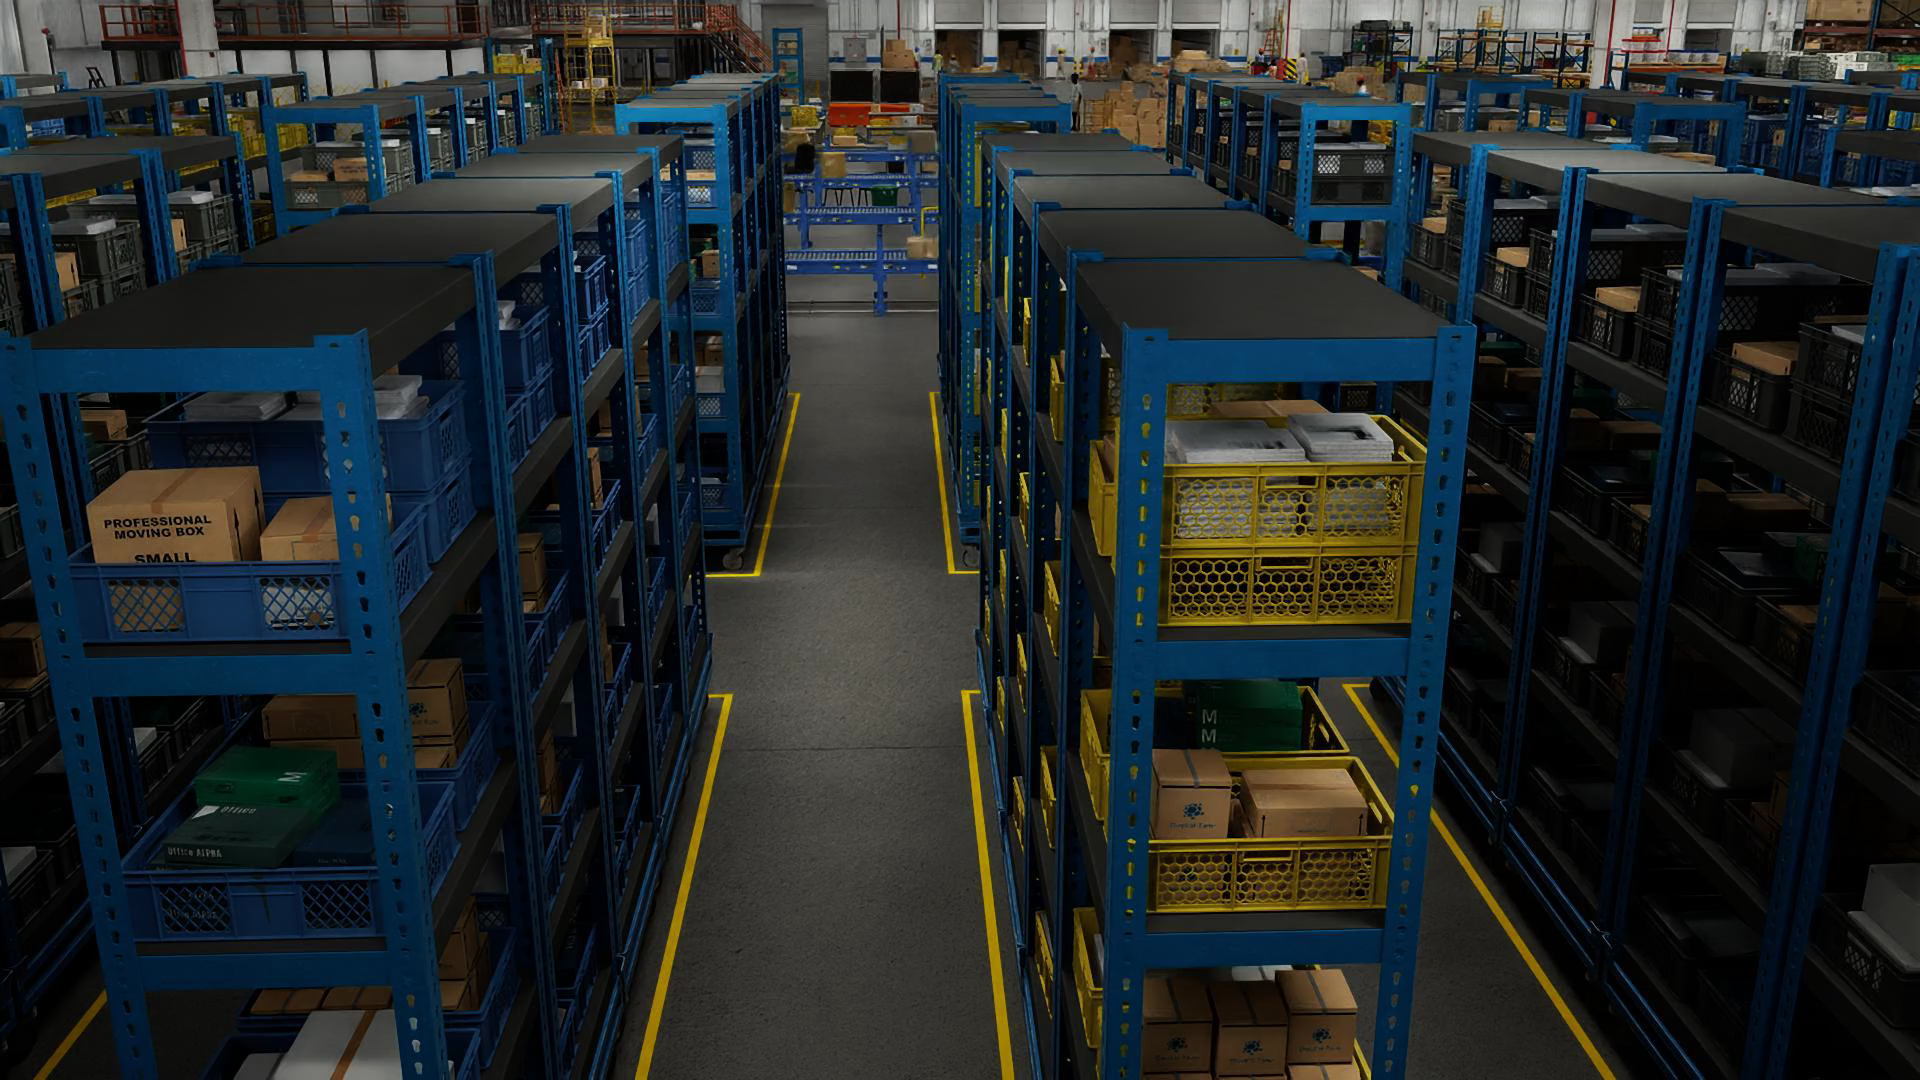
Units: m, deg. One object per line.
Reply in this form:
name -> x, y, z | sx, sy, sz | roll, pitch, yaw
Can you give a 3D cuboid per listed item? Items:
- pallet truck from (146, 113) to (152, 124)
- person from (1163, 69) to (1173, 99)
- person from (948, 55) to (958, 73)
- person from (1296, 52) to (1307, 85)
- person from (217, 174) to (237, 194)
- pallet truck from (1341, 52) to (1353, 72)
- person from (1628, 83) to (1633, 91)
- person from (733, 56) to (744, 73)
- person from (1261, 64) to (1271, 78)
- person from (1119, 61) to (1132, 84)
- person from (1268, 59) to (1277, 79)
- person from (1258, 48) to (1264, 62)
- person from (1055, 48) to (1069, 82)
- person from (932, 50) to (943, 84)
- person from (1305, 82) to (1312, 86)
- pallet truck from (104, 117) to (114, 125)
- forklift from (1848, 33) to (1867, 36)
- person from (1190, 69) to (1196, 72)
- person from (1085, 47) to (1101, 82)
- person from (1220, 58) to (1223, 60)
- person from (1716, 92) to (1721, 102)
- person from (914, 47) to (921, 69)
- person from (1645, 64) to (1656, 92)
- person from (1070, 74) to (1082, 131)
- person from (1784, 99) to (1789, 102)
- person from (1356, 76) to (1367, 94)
pallet truck -> -18.087, -8.309, 36.390 | 1.885, 1.965, 0.823 | -1, 18, -4
person -> 7.864, -16.924, 63.231 | 0.762, 1.896, 0.569 | 16, 24, 41
person -> -0.371, -24.395, 86.646 | 0.496, 1.701, 0.869 | -4, 18, -13
person -> 17.064, -23.381, 83.122 | 0.370, 1.940, 0.627 | -16, 24, -41
person -> -16.037, -8.248, 36.346 | 0.403, 1.906, 0.651 | 12, 22, 34
pallet truck -> 18.794, -23.123, 82.231 | 0.823, 1.965, 1.885 | -13, 22, -35
person -> 22.971, -15.180, 57.582 | 0.710, 2.000, 0.938 | 16, 24, 40
person -> -10.606, -22.291, 79.833 | 0.572, 1.887, 0.356 | -1, 18, -2
person -> 12.492, -18.555, 68.233 | 0.391, 1.914, 0.587 | -9, 20, -26
person -> 7.477, -20.676, 74.991 | 0.983, 1.789, 0.534 | -8, 20, -24
person -> 15.113, -22.397, 80.483 | 0.534, 1.692, 0.321 | -15, 23, -39
person -> 16.336, -25.727, 90.377 | 0.347, 1.943, 0.544 | 0, 18, -1
person -> 5.682, -26.603, 93.160 | 0.817, 1.901, 0.593 | 13, 22, 35
person -> -1.252, -25.988, 91.348 | 0.634, 1.841, 0.429 | -8, 19, -22
person -> 11.894, -14.862, 57.159 | 0.320, 1.693, 0.534 | 6, 19, 18
pallet truck -> -18.367, -7.885, 35.078 | 1.885, 1.965, 0.823 | 1, 18, 2
forklift -> 46.106, -24.701, 85.701 | 1.129, 2.768, 1.873 | -1, 18, -2
person -> 9.095, -17.566, 65.322 | 0.982, 1.812, 0.517 | -6, 19, -18
person -> 7.465, -26.623, 93.170 | 0.984, 1.934, 0.601 | 3, 18, 10
person -> 12.032, -21.334, 76.945 | 0.627, 1.844, 0.429 | -4, 18, -13
person -> 24.934, -14.029, 54.190 | 0.618, 1.949, 1.016 | 7, 19, 21
person -> -2.512, -26.902, 94.035 | 0.628, 1.938, 0.401 | 7, 19, 21
person -> 30.787, -20.413, 74.048 | 0.574, 1.876, 0.355 | -6, 19, -19
person -> 3.997, -15.187, 57.723 | 0.362, 1.963, 0.614 | -8, 20, -24
person -> 22.346, -11.088, 45.275 | 0.598, 1.817, 0.429 | -3, 18, -9
person -> 13.940, -15.189, 57.877 | 1.012, 1.885, 0.563 | -3, 18, -9
